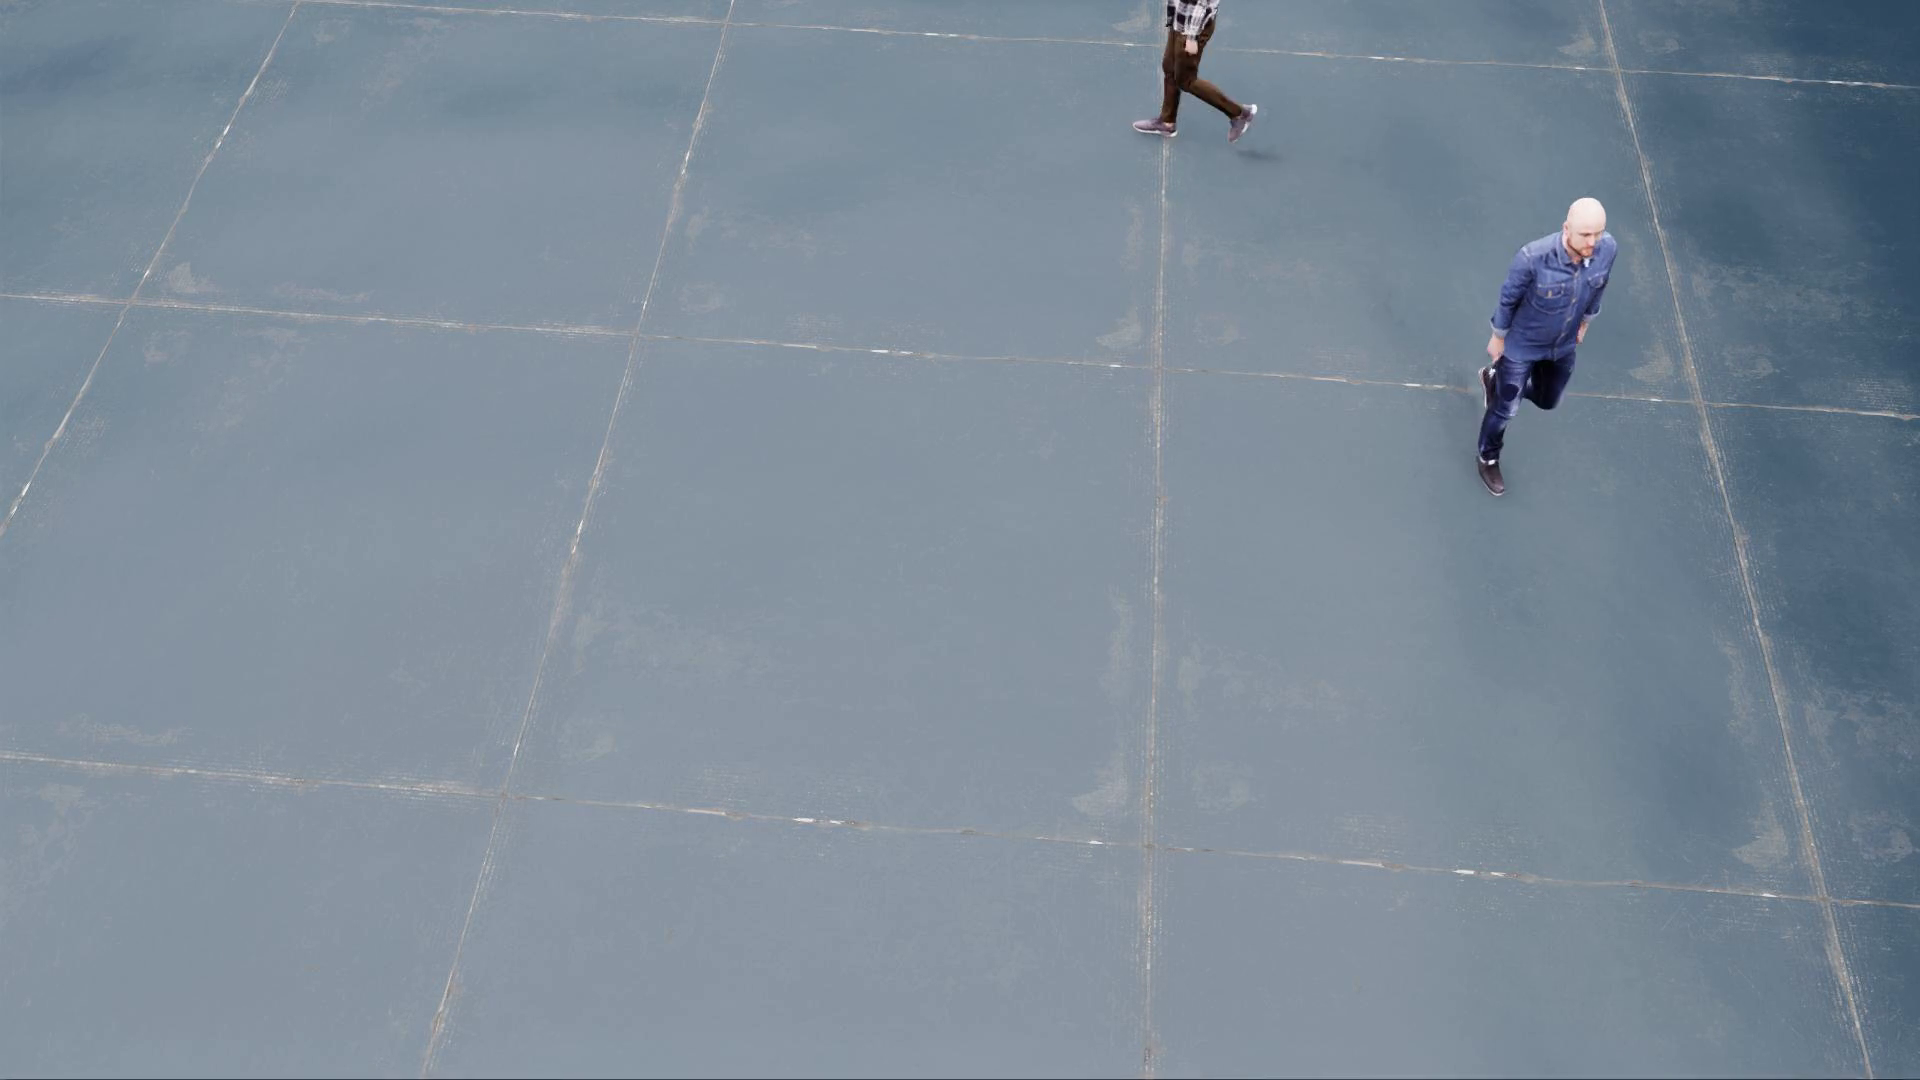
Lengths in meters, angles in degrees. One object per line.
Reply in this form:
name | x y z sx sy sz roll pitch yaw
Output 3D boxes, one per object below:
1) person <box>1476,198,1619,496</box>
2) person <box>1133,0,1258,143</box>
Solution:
person | 2.850 -1.036 8.292 0.942 1.808 0.950 -11 53 -8
person | 1.470 -3.091 9.896 0.987 1.790 0.670 8 53 6
